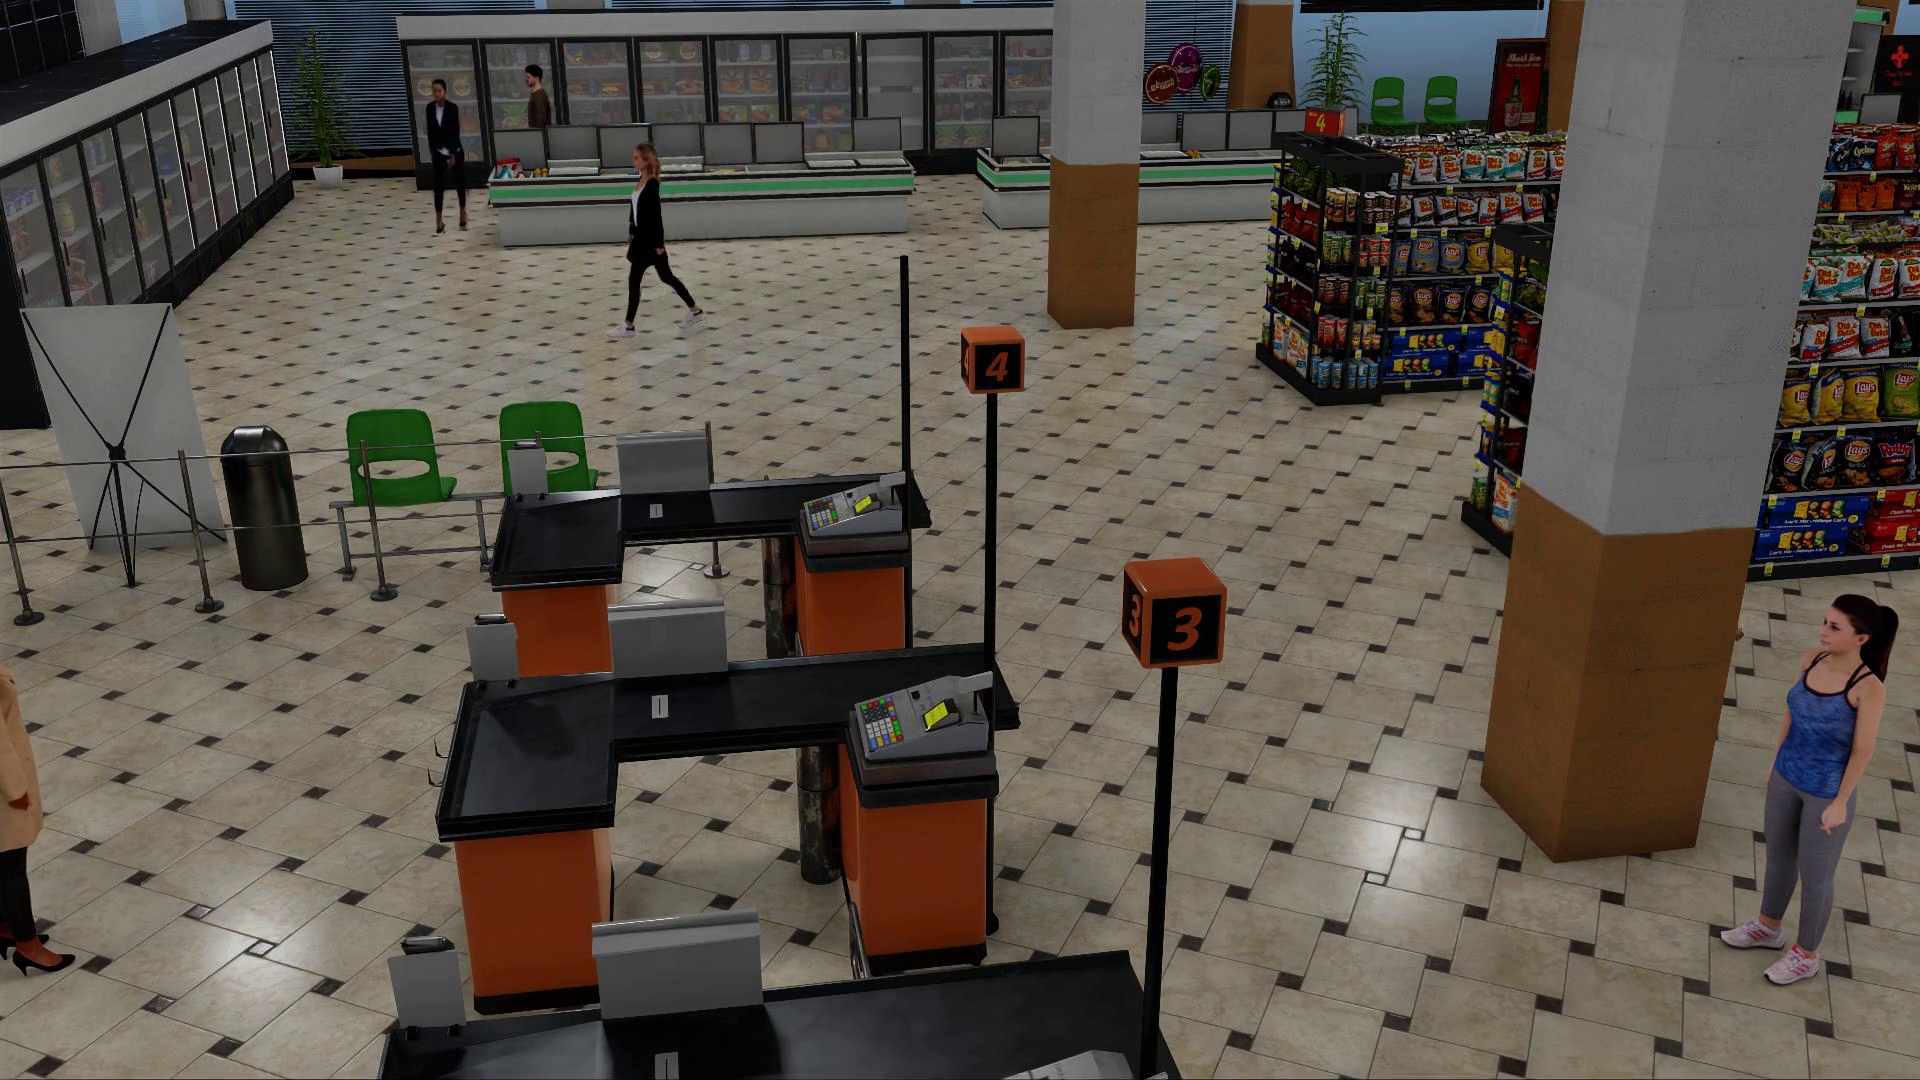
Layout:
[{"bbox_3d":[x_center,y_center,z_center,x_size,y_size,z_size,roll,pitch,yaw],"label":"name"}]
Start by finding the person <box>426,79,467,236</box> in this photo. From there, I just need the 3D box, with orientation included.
[{"bbox_3d":[-6.085,-4.564,19.907,1.150,1.779,0.775,0,22,1],"label":"person"}]

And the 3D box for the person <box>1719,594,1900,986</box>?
[{"bbox_3d":[3.295,0.948,6.415,0.544,1.610,0.566,-5,22,-12],"label":"person"}]

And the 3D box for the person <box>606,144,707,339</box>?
[{"bbox_3d":[-2.777,-2.746,15.411,1.216,1.757,0.722,-7,23,-17],"label":"person"}]

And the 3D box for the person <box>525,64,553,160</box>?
[{"bbox_3d":[-5.176,-5.019,20.922,0.656,1.868,0.712,-7,23,-16],"label":"person"}]

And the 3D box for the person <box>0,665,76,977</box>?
[{"bbox_3d":[-3.749,0.912,6.409,0.718,1.682,0.740,19,29,40],"label":"person"}]
